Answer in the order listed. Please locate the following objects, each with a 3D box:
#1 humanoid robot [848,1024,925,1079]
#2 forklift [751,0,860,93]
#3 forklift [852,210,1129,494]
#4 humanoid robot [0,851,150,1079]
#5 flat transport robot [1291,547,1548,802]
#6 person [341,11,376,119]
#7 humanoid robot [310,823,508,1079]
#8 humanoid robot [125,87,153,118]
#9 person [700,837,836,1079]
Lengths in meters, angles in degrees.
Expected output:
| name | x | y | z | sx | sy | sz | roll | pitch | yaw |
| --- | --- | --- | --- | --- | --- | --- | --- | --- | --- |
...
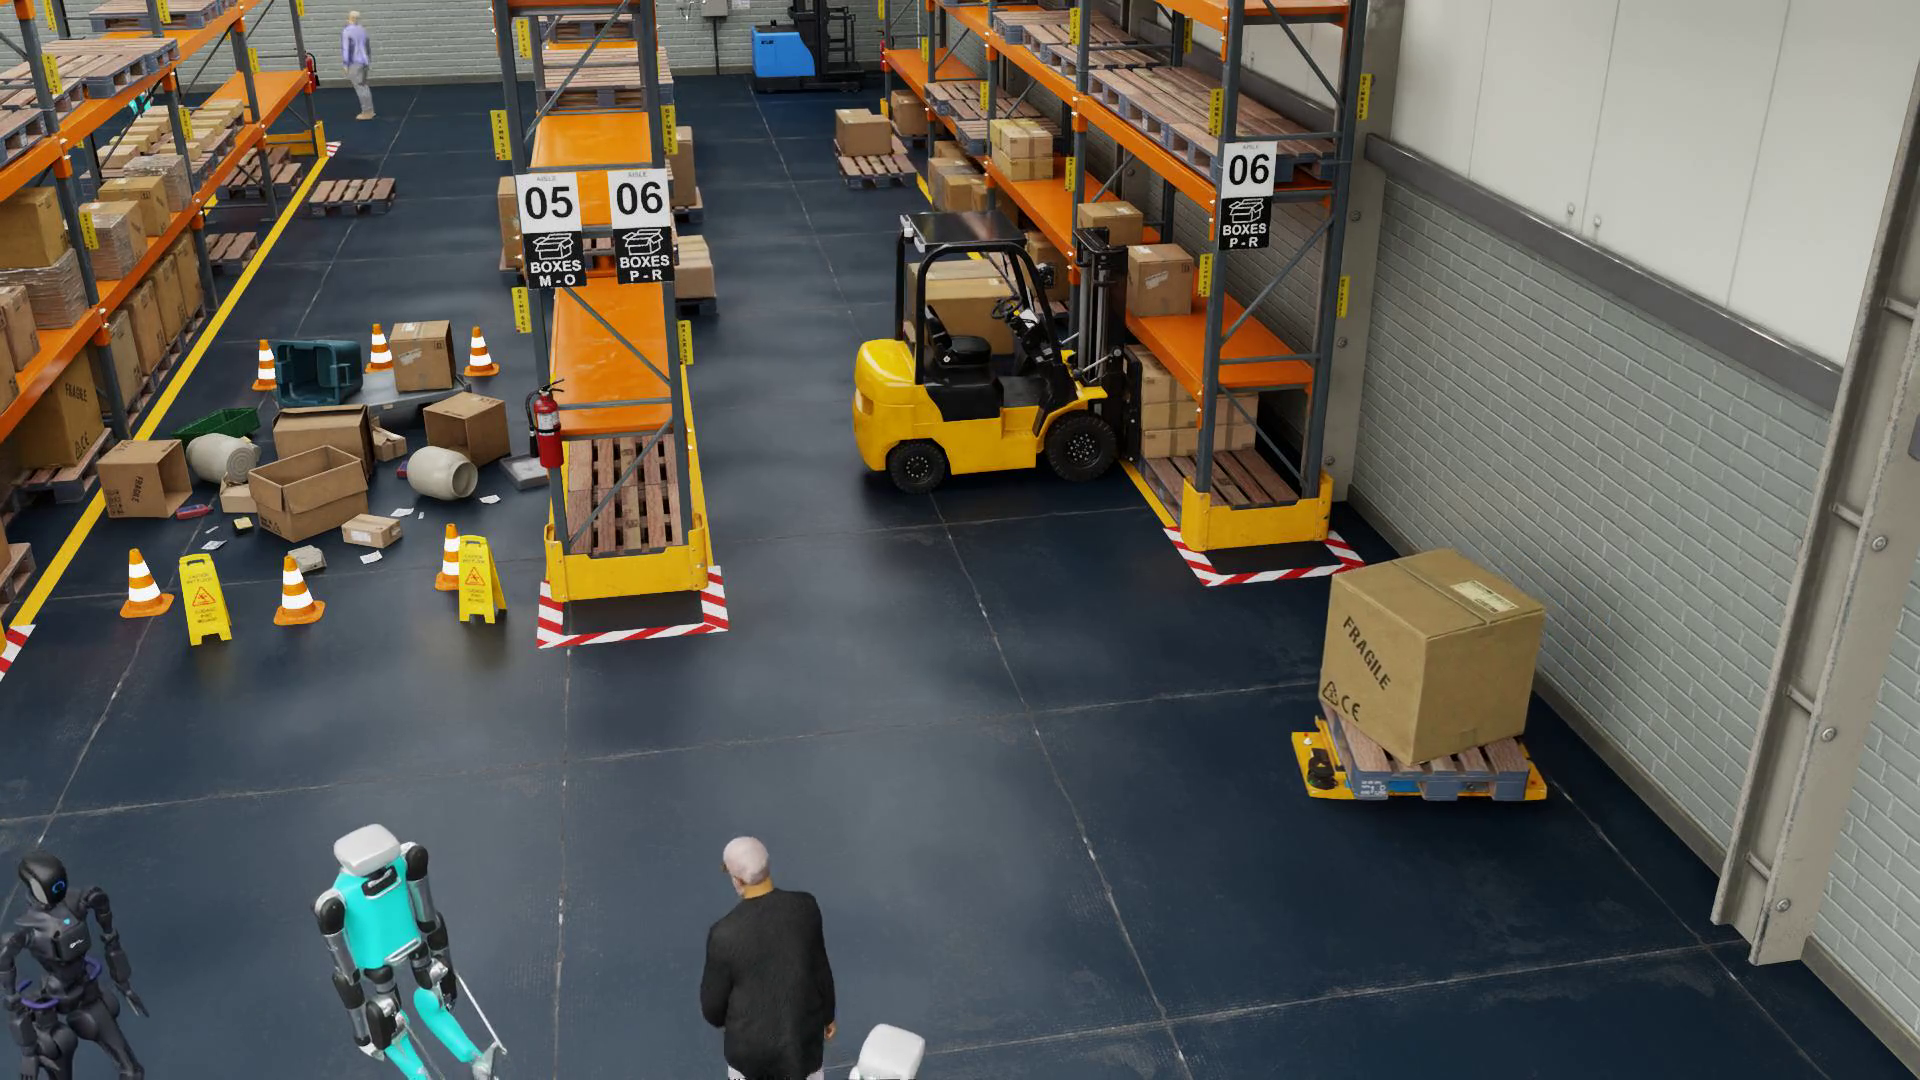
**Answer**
| name | x | y | z | sx | sy | sz | roll | pitch | yaw |
| --- | --- | --- | --- | --- | --- | --- | --- | --- | --- |
| humanoid robot | -0.061 | 2.562 | 6.113 | 0.668 | 1.816 | 0.531 | 3 | 26 | 7 |
| forklift | -2.872 | -9.679 | 30.288 | 1.873 | 2.768 | 1.129 | -5 | 26 | -10 |
| forklift | 0.216 | -1.659 | 14.366 | 2.313 | 2.155 | 1.214 | -5 | 26 | -10 |
| humanoid robot | -3.830 | 2.062 | 7.216 | 0.593 | 1.638 | 0.587 | 11 | 28 | 22 |
| flat transport robot | 2.829 | 1.354 | 10.308 | 1.431 | 0.231 | 0.659 | 0 | 26 | 1 |
| person | -10.108 | -7.998 | 28.059 | 0.397 | 1.770 | 0.636 | 12 | 28 | 24 |
| humanoid robot | -2.242 | 2.126 | 7.131 | 0.783 | 1.891 | 0.545 | 17 | 31 | 32 |
| humanoid robot | -12.728 | -6.870 | 25.727 | 0.551 | 1.742 | 0.893 | -19 | 31 | -34 |
| person | -0.788 | 2.075 | 7.031 | 0.572 | 1.810 | 0.570 | -16 | 30 | -29 |
